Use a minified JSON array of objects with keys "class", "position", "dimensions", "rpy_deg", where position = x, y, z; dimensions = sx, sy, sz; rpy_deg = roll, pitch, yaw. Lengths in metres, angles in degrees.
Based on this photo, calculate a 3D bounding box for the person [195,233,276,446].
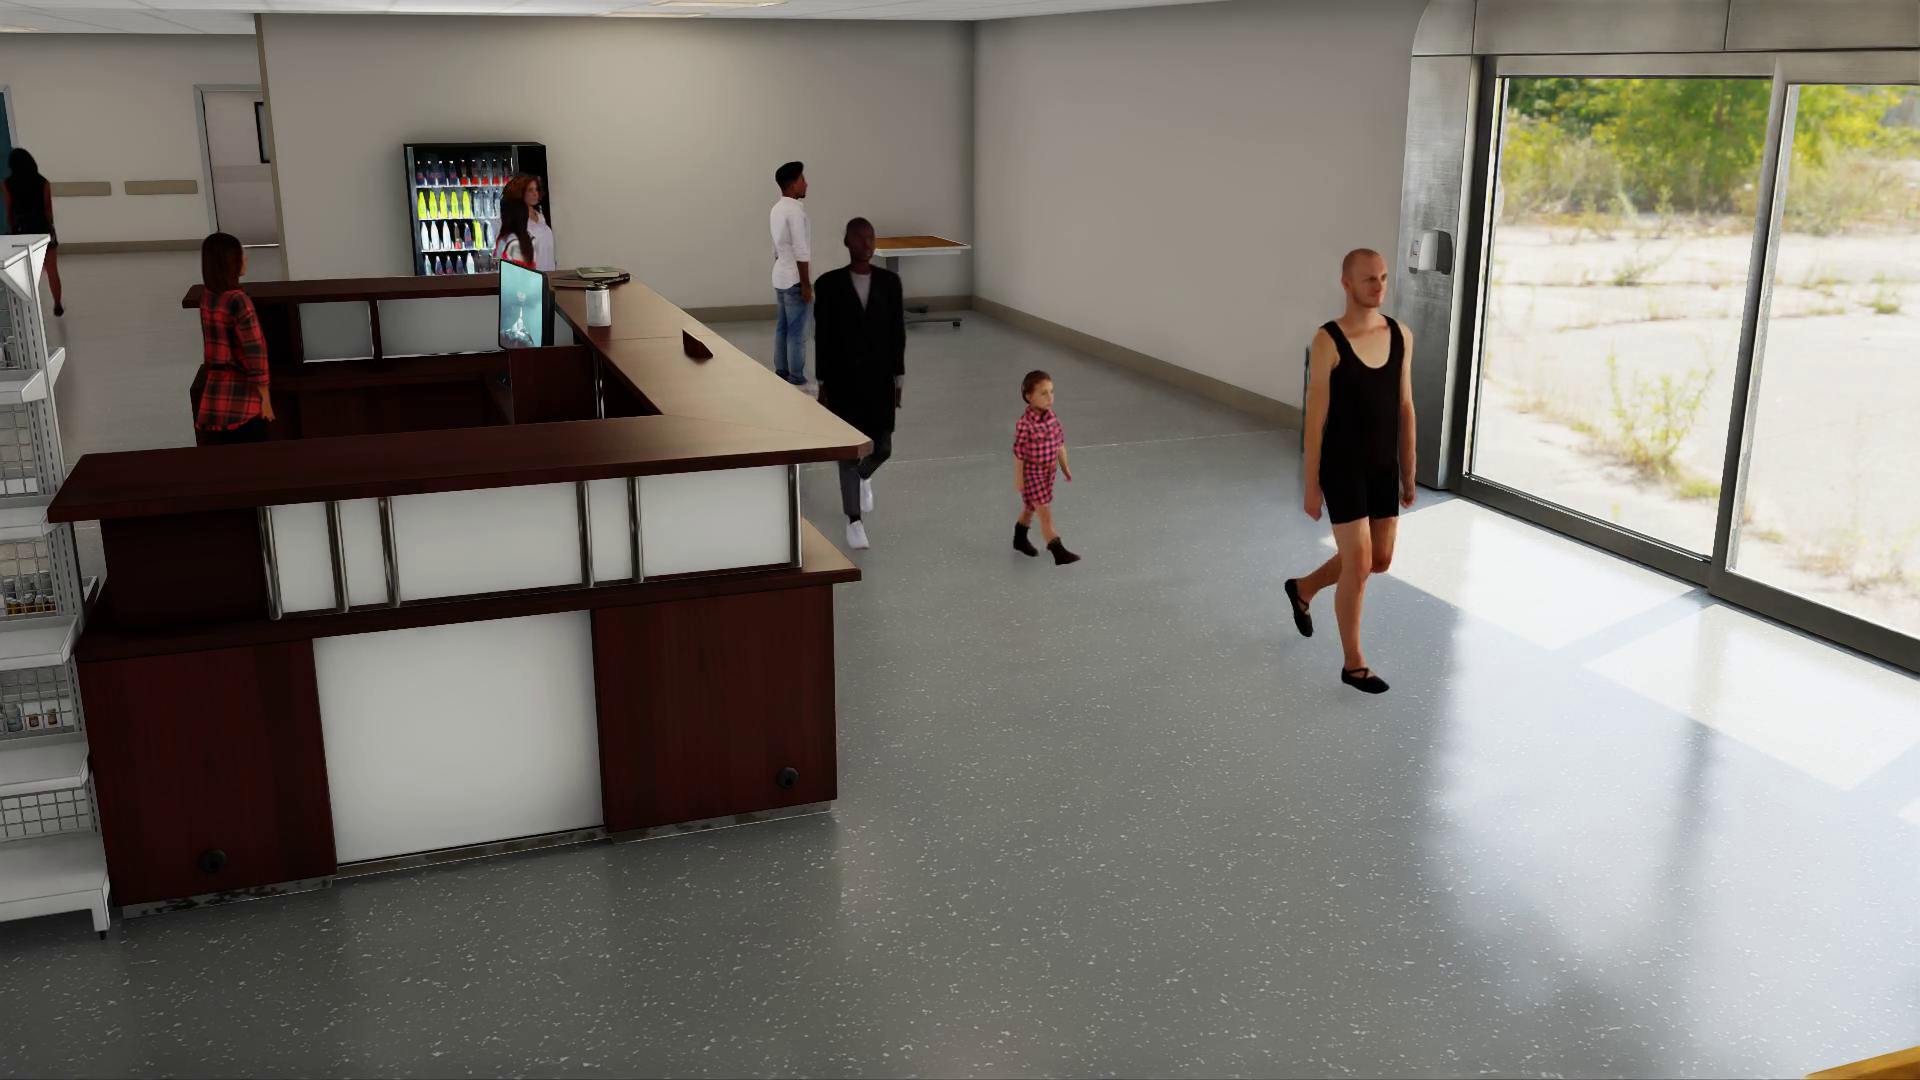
[{"class":"person","position":[-3.750,-0.735,8.619],"dimensions":[0.706,1.704,0.728],"rpy_deg":[11,19,35]}]

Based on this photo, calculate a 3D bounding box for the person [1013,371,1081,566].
[{"class":"person","position":[0.385,-0.372,8.630],"dimensions":[0.741,0.998,0.651],"rpy_deg":[-13,20,-38]}]

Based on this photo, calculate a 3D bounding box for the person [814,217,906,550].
[{"class":"person","position":[-0.564,-0.856,8.973],"dimensions":[0.883,1.745,0.748],"rpy_deg":[-4,16,-15]}]

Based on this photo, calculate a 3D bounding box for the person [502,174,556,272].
[{"class":"person","position":[-3.559,-2.092,13.497],"dimensions":[1.175,1.668,1.172],"rpy_deg":[9,18,29]}]

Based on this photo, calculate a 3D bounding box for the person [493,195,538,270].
[{"class":"person","position":[-3.196,-1.721,12.340],"dimensions":[1.056,1.582,1.000],"rpy_deg":[7,17,24]}]

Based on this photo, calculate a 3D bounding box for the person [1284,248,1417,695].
[{"class":"person","position":[1.600,-0.298,6.897],"dimensions":[0.958,1.796,0.812],"rpy_deg":[-8,18,-28]}]

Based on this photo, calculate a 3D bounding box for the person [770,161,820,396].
[{"class":"person","position":[-1.330,-2.078,13.179],"dimensions":[0.600,1.814,0.665],"rpy_deg":[-8,18,-26]}]

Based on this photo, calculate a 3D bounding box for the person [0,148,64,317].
[{"class":"person","position":[-9.411,-3.063,16.862],"dimensions":[1.044,1.711,0.771],"rpy_deg":[-7,17,-24]}]
